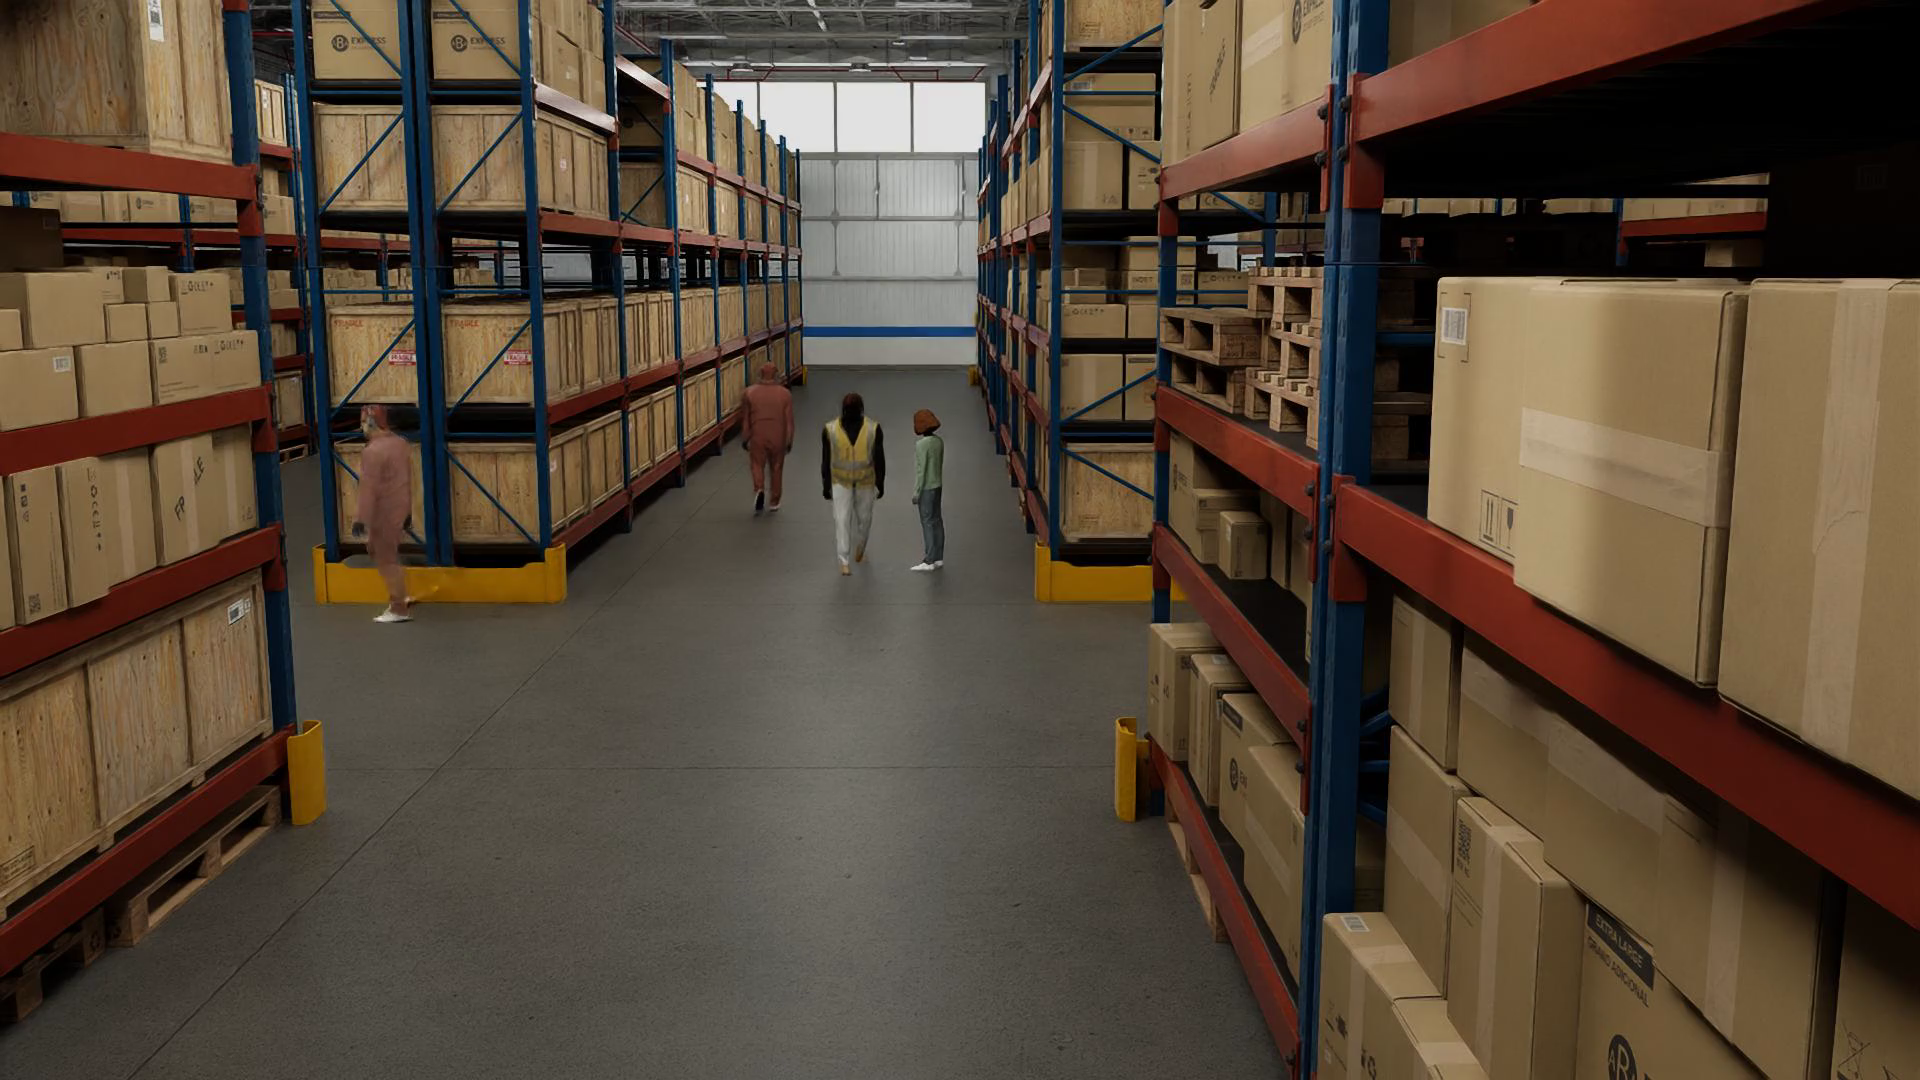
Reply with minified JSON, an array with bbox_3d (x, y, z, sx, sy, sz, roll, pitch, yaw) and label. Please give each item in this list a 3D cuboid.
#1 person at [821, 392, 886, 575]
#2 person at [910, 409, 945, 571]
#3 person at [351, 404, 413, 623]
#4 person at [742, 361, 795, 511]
[{"bbox_3d":[-1.082,-0.590,16.753,0.652,1.819,0.699,-1,9,-9],"label":"person"},{"bbox_3d":[-0.326,-0.500,16.734,0.283,1.633,0.499,4,10,26],"label":"person"},{"bbox_3d":[-4.944,-0.219,14.240,0.458,1.885,0.639,0,9,-2],"label":"person"},{"bbox_3d":[-2.384,-1.278,20.725,0.663,1.888,0.494,-1,9,-4],"label":"person"}]
